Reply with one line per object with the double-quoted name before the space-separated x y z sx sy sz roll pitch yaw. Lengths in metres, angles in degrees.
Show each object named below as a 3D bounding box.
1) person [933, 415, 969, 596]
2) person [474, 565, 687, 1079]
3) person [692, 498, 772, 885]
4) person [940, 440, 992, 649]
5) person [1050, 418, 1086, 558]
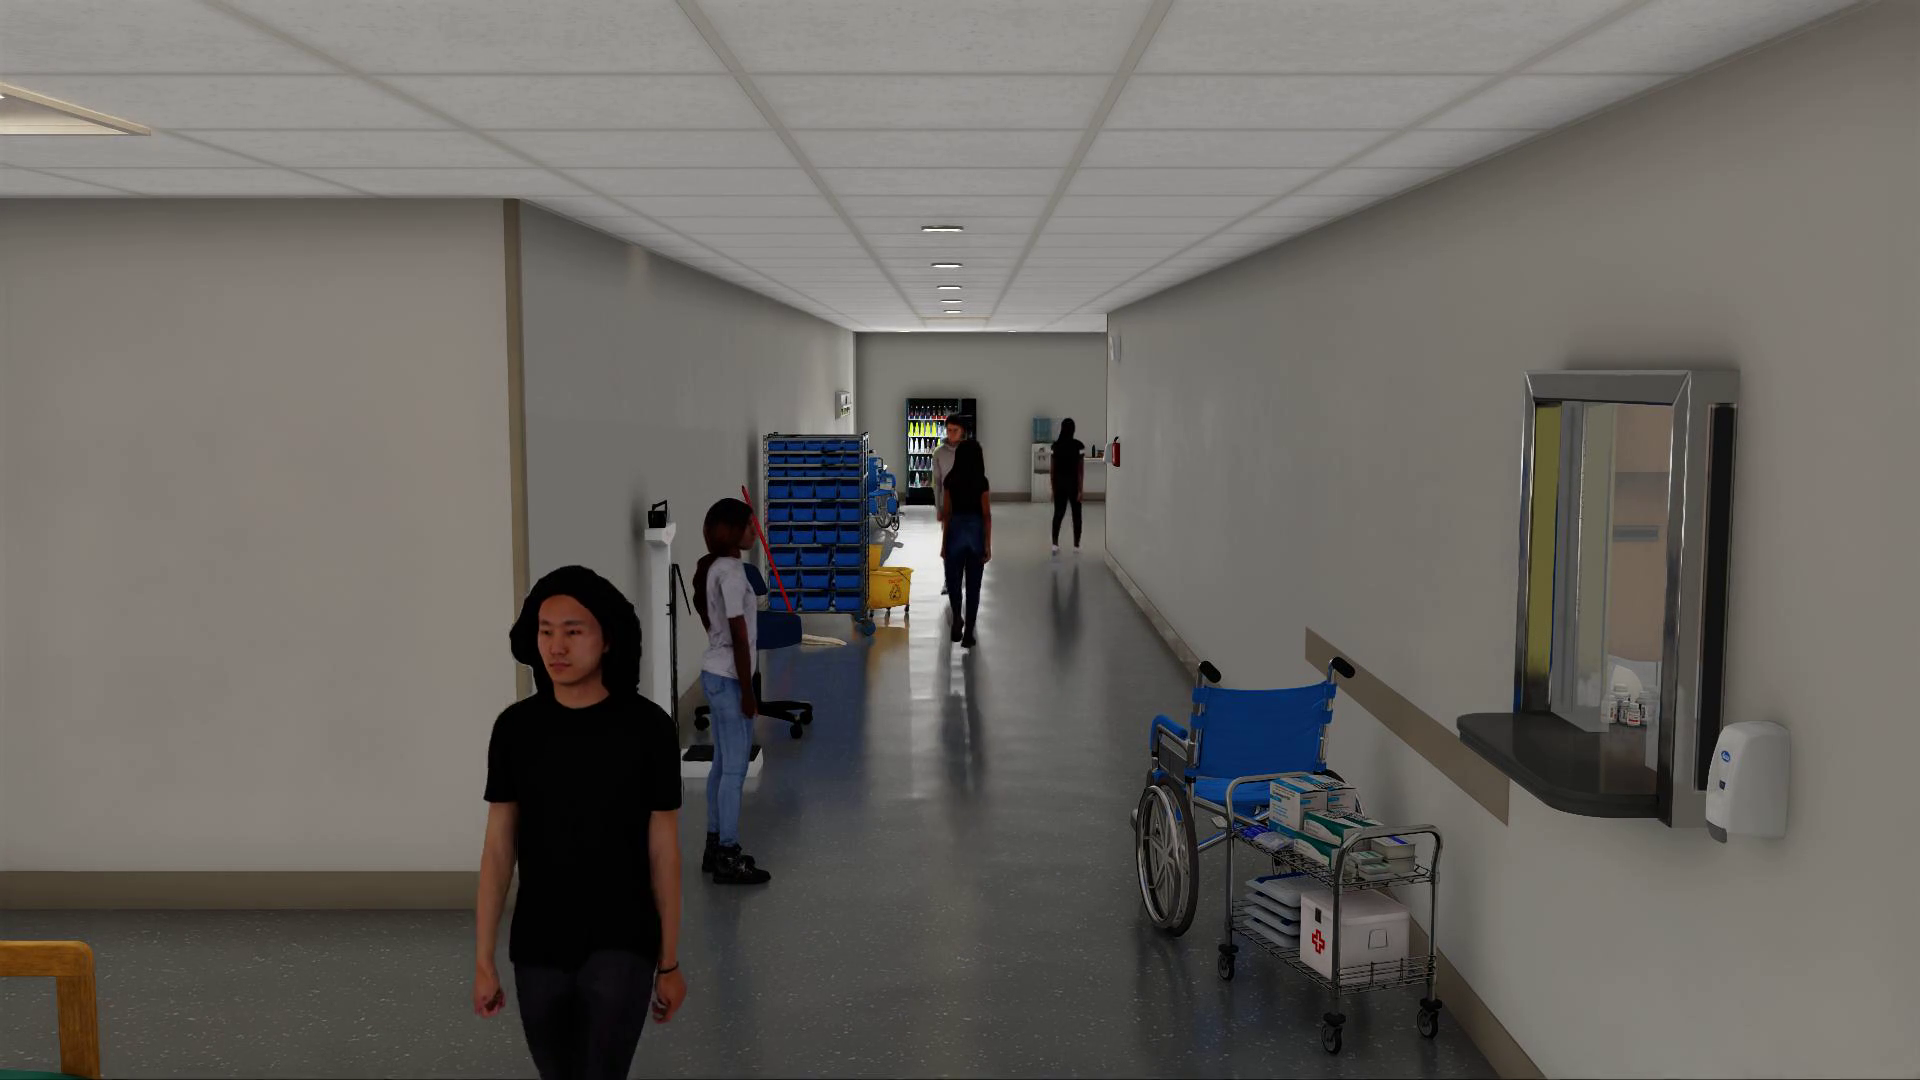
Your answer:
"person" 0.017 -0.346 17.099 1.192 1.815 0.827 1 6 8
"person" -0.885 0.969 4.062 1.103 1.796 0.832 1 6 9
"person" -1.044 0.664 7.525 0.622 1.721 0.646 -2 6 -17
"person" 0.039 0.055 13.577 0.810 1.722 0.675 1 6 5
"person" 1.283 -0.599 20.278 1.212 1.682 0.932 2 6 18
